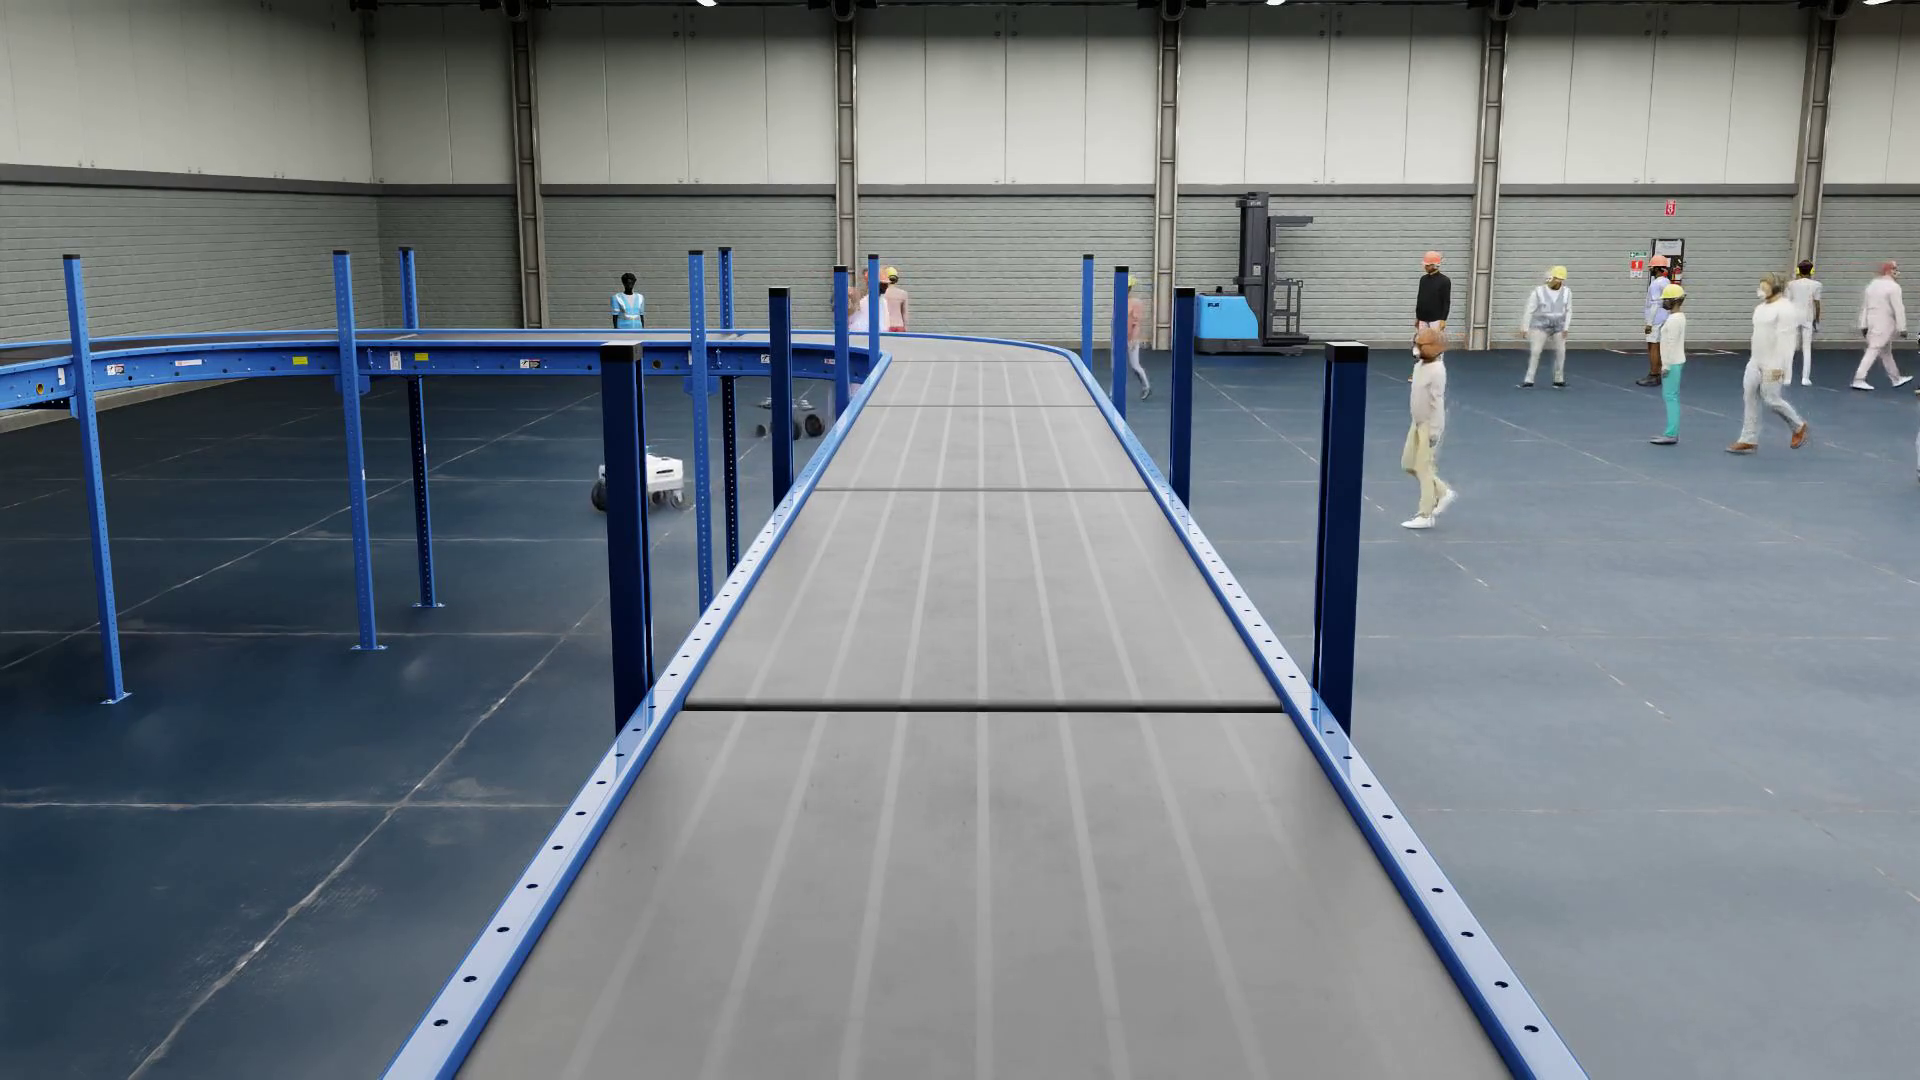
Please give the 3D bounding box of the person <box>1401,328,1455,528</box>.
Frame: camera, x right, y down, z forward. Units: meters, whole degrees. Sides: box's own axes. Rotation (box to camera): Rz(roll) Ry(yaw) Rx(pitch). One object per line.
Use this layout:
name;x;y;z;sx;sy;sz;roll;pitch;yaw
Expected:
person;3.822;-0.910;13.496;0.429;1.621;0.506;-2;11;-10

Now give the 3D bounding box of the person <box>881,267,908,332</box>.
person;-1.013;-3.114;24.437;0.533;1.767;0.325;-6;12;-27

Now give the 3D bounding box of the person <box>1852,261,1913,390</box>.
person;13.484;-3.104;24.142;0.994;1.849;0.671;0;11;-1

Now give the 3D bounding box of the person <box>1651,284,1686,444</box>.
person;7.869;-1.951;18.464;0.331;1.765;0.533;6;13;29

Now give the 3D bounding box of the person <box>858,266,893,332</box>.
person;-0.961;-2.238;19.513;0.548;1.926;0.564;6;13;30

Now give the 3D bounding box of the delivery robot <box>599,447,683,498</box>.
delivery robot;-2.740;-0.564;14.320;0.477;0.478;0.707;10;15;42

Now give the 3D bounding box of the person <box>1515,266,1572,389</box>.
person;8.534;-3.094;24.289;0.808;1.795;0.406;0;11;1

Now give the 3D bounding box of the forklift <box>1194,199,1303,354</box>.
forklift;5.313;-4.851;30.603;1.873;2.768;1.129;0;11;1

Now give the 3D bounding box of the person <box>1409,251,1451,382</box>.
person;7.078;-3.339;25.029;0.392;1.985;0.609;-6;13;-30

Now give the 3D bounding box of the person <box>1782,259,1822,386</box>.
person;12.596;-3.257;24.907;0.510;1.871;0.329;6;12;28

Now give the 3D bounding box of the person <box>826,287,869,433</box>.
person;-0.985;-1.346;15.016;0.642;1.891;0.662;-5;12;-25

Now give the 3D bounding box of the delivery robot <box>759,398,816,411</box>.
delivery robot;-1.980;-1.617;19.066;0.698;0.223;0.335;8;13;34

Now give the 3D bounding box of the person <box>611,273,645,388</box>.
person;-4.817;-3.034;24.211;0.530;1.693;0.321;-8;14;-37

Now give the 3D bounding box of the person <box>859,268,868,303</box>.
person;-1.624;-4.084;29.848;0.884;1.588;0.537;-9;14;-39

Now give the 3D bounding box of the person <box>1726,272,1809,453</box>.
person;8.605;-1.866;17.620;0.756;1.922;0.635;-2;11;-8

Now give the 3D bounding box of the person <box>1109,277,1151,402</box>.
person;2.261;-2.716;22.439;0.521;1.740;0.782;9;14;38

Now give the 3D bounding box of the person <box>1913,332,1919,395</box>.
person;13.866;-2.888;23.533;0.577;1.672;0.534;-4;12;-22

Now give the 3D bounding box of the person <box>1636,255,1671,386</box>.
person;10.367;-3.279;24.842;0.356;1.936;0.551;9;14;39
